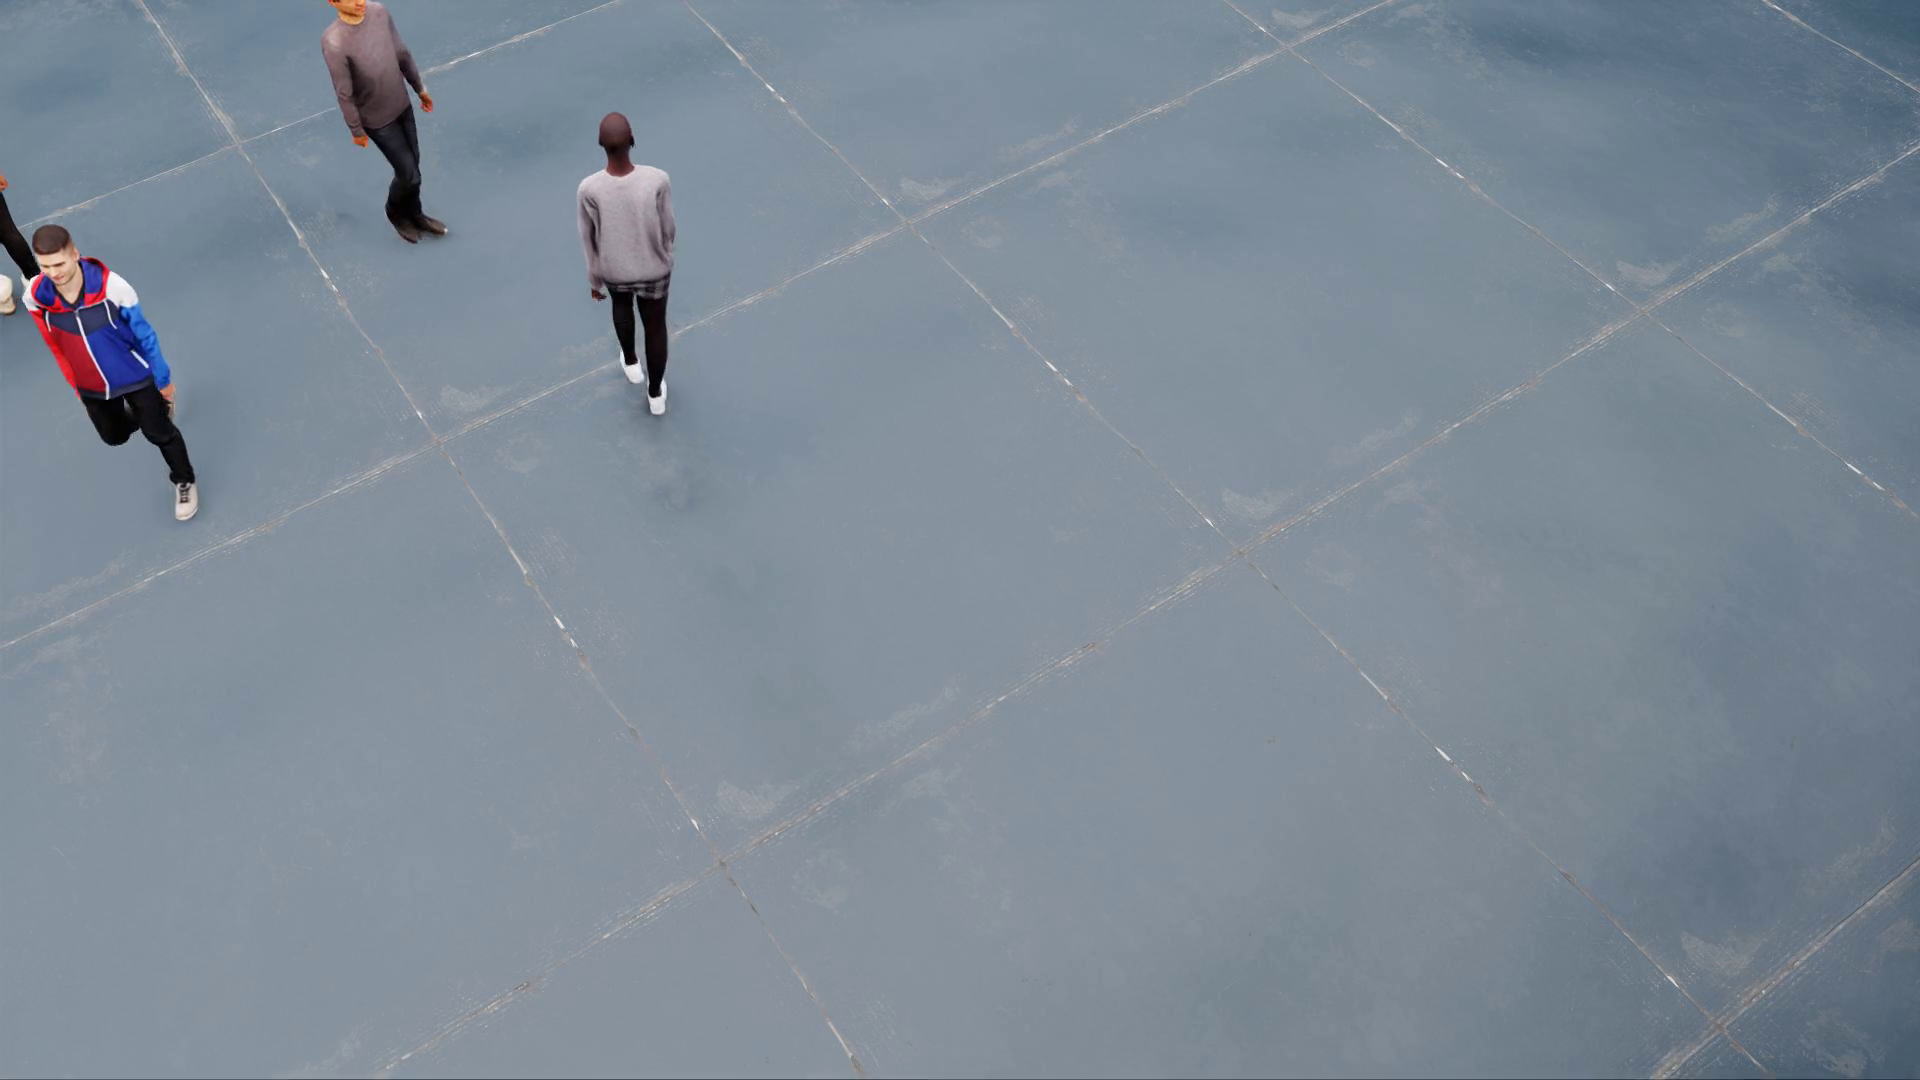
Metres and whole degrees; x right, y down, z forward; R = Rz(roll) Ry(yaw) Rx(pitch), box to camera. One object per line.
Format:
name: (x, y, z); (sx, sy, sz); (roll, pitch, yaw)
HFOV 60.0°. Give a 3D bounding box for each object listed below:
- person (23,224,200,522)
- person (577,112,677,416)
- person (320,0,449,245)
person: (-4.029, -0.866, 7.977); (0.875, 1.747, 0.984); (-4, 52, -3)
person: (-1.612, -1.291, 8.303); (0.787, 1.754, 0.855); (-9, 53, -7)
person: (-3.230, -2.393, 9.153); (0.790, 1.759, 0.766); (26, 57, 19)
